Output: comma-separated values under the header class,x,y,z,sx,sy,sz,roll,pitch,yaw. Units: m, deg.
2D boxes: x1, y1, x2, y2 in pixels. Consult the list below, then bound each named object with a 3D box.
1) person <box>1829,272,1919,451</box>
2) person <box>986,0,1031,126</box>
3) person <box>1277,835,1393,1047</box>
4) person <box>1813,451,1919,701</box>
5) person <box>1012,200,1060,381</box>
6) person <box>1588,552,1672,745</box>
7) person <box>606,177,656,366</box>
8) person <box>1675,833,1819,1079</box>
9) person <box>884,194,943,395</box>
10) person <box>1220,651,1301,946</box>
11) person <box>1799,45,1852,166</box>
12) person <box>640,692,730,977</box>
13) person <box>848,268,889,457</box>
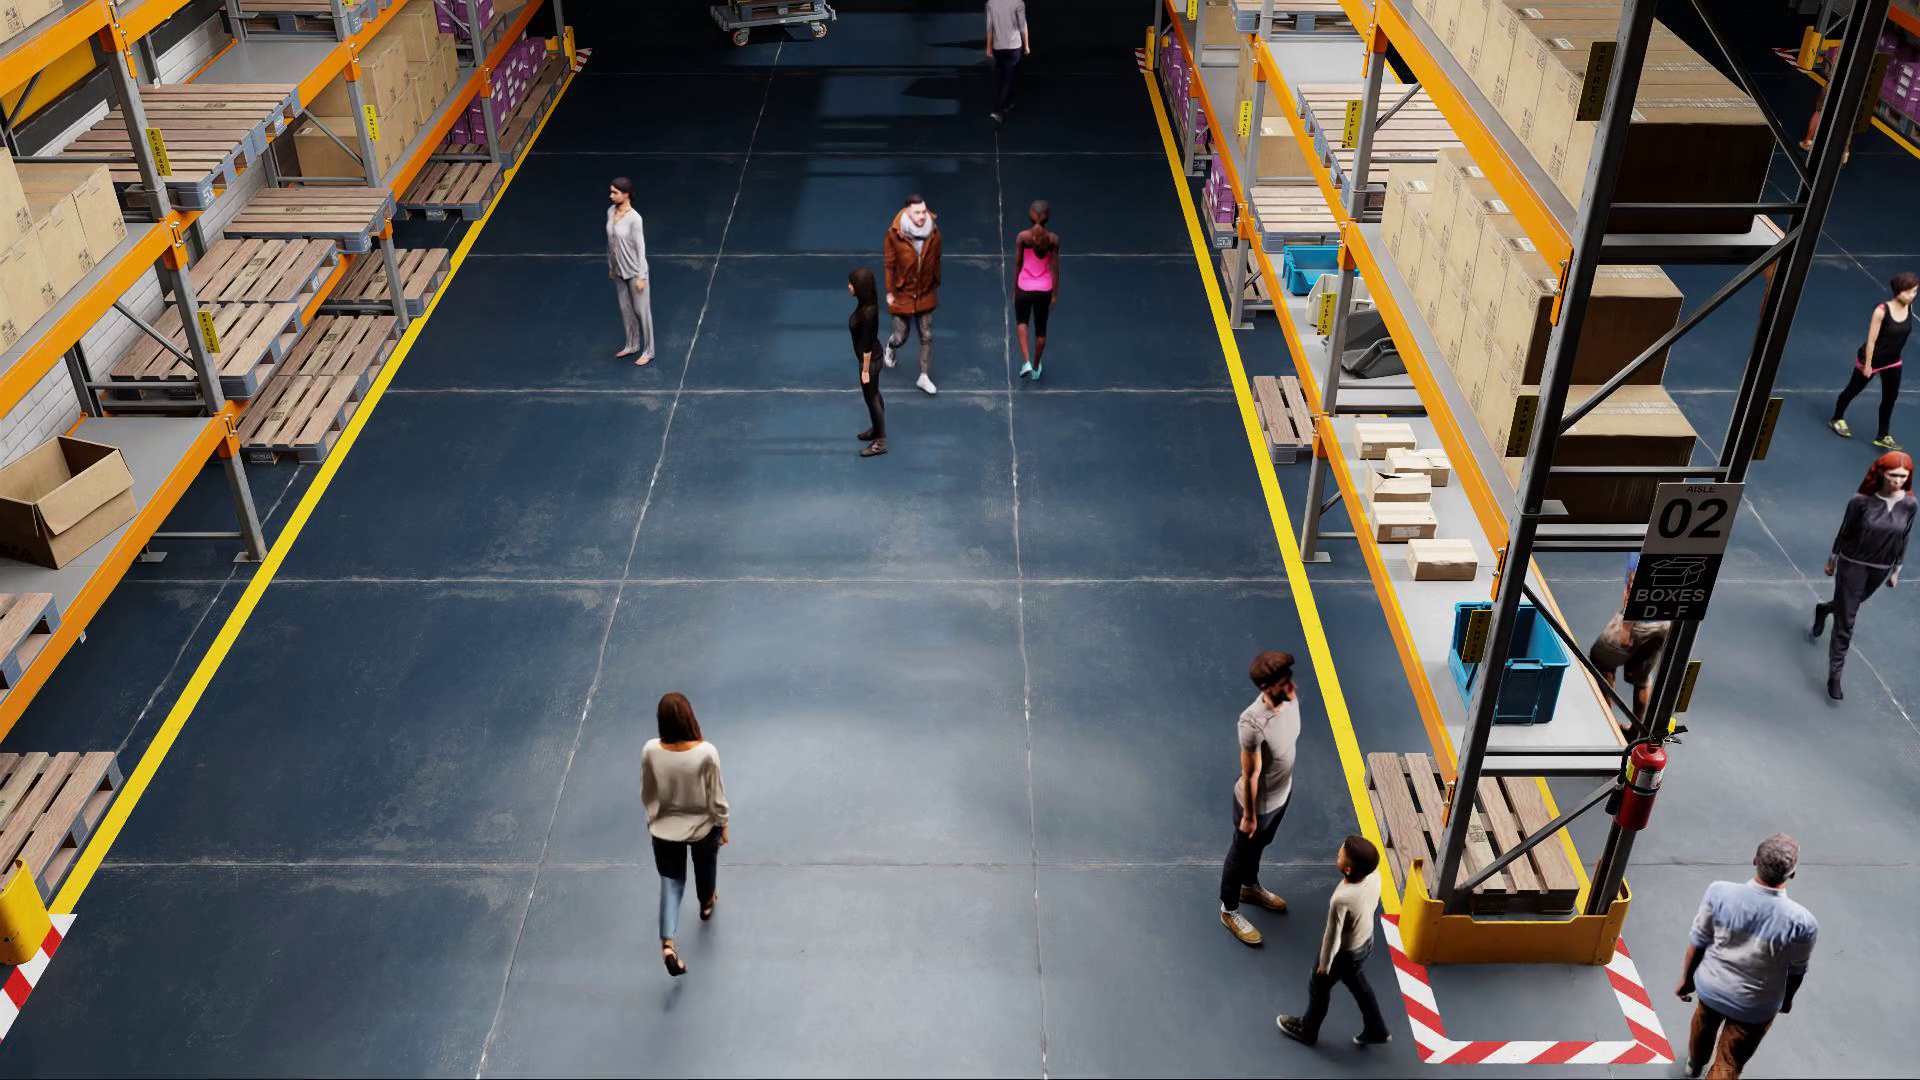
class,x,y,z,sx,sy,sz,roll,pitch,yaw
person,7.694,-1.567,14.023,0.692,1.528,0.927,-9,35,-13
person,0.544,-6.040,20.502,1.022,1.806,1.264,16,37,22
person,2.041,2.100,8.575,0.889,1.453,0.827,26,42,33
person,6.081,0.154,11.241,0.712,1.742,1.168,5,34,7
person,0.659,-2.165,14.754,0.580,1.714,0.743,2,34,2
person,4.381,0.547,10.573,0.756,1.827,0.823,-15,37,-22
person,-3.000,-2.464,15.151,0.674,1.773,0.715,24,41,32
person,3.757,2.230,8.069,1.148,1.795,1.235,27,42,35
person,-0.450,-2.195,14.703,0.903,1.821,1.053,-13,36,-18
person,1.674,1.396,9.230,0.794,1.900,0.703,22,39,29
person,10.294,-5.174,19.339,0.608,1.652,1.071,-3,34,-4
person,-1.521,1.639,9.097,0.664,1.642,1.010,2,34,3
person,-0.745,-1.499,13.824,0.632,1.637,0.459,-2,34,-3
